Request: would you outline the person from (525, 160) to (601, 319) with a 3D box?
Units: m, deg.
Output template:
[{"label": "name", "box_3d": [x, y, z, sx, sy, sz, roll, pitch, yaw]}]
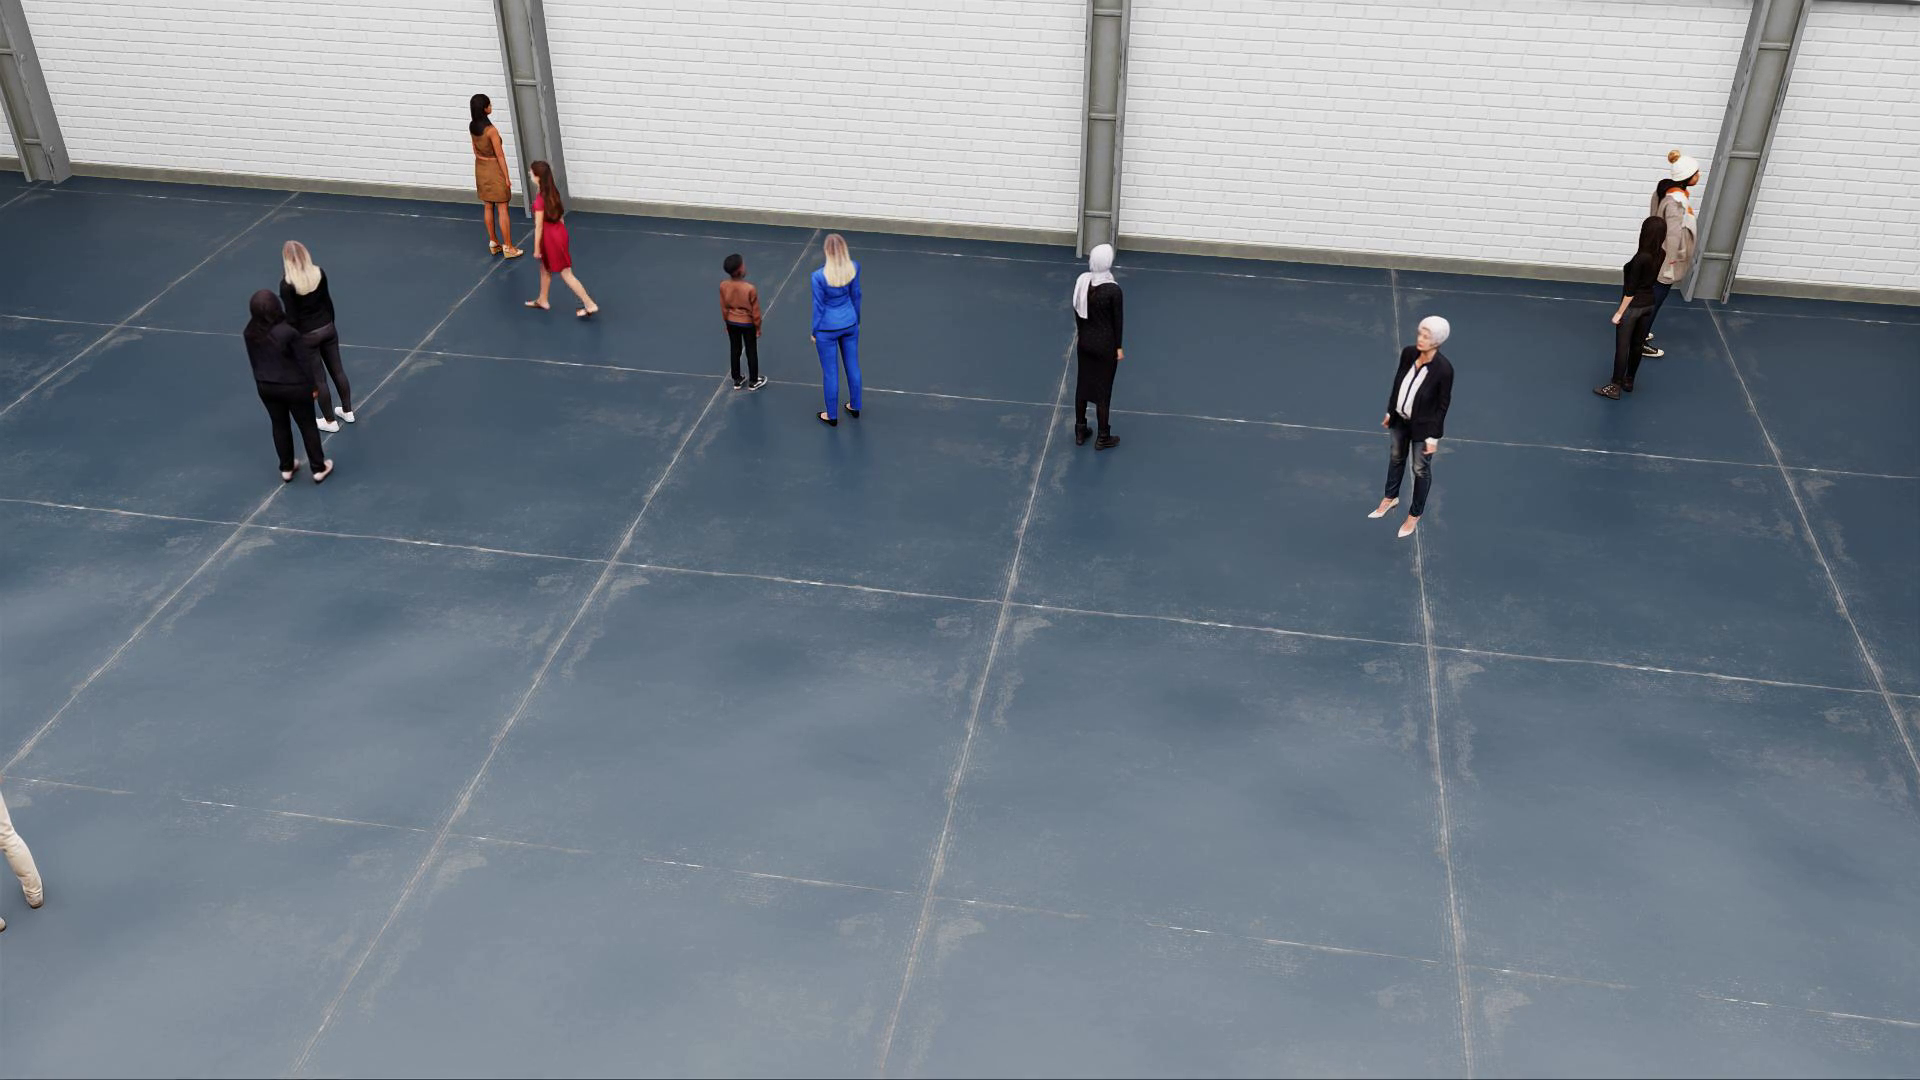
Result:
[{"label": "person", "box_3d": [-3.752, -2.787, 15.586, 1.042, 1.522, 0.588, 8, 35, 12]}]

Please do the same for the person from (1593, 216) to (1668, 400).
[{"label": "person", "box_3d": [5.820, -2.000, 14.293, 0.639, 1.642, 0.693, -22, 40, -30]}]

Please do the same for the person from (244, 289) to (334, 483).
[{"label": "person", "box_3d": [-5.330, -1.205, 13.124, 0.581, 1.612, 0.714, 2, 34, 4]}]

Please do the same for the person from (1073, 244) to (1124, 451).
[{"label": "person", "box_3d": [1.116, -1.560, 13.507, 0.618, 1.780, 0.739, 23, 40, 30]}]

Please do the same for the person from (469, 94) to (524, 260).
[{"label": "person", "box_3d": [-4.713, -3.666, 16.756, 0.577, 1.690, 0.691, 22, 39, 29]}]

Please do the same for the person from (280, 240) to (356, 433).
[{"label": "person", "box_3d": [-5.341, -1.690, 13.786, 0.666, 1.687, 0.678, 20, 39, 28]}]

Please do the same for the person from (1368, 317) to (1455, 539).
[{"label": "person", "box_3d": [3.297, -0.867, 12.034, 0.796, 1.780, 0.837, -18, 38, -25]}]

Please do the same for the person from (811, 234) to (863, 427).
[{"label": "person", "box_3d": [-1.018, -1.762, 13.882, 0.699, 1.701, 0.762, -21, 39, -28]}]

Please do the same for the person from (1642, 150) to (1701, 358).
[{"label": "person", "box_3d": [6.303, -2.597, 14.966, 0.678, 1.891, 0.699, 2, 34, 4]}]

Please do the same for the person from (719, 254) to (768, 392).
[{"label": "person", "box_3d": [-1.909, -1.893, 14.481, 0.448, 1.255, 0.604, 10, 35, 15]}]
